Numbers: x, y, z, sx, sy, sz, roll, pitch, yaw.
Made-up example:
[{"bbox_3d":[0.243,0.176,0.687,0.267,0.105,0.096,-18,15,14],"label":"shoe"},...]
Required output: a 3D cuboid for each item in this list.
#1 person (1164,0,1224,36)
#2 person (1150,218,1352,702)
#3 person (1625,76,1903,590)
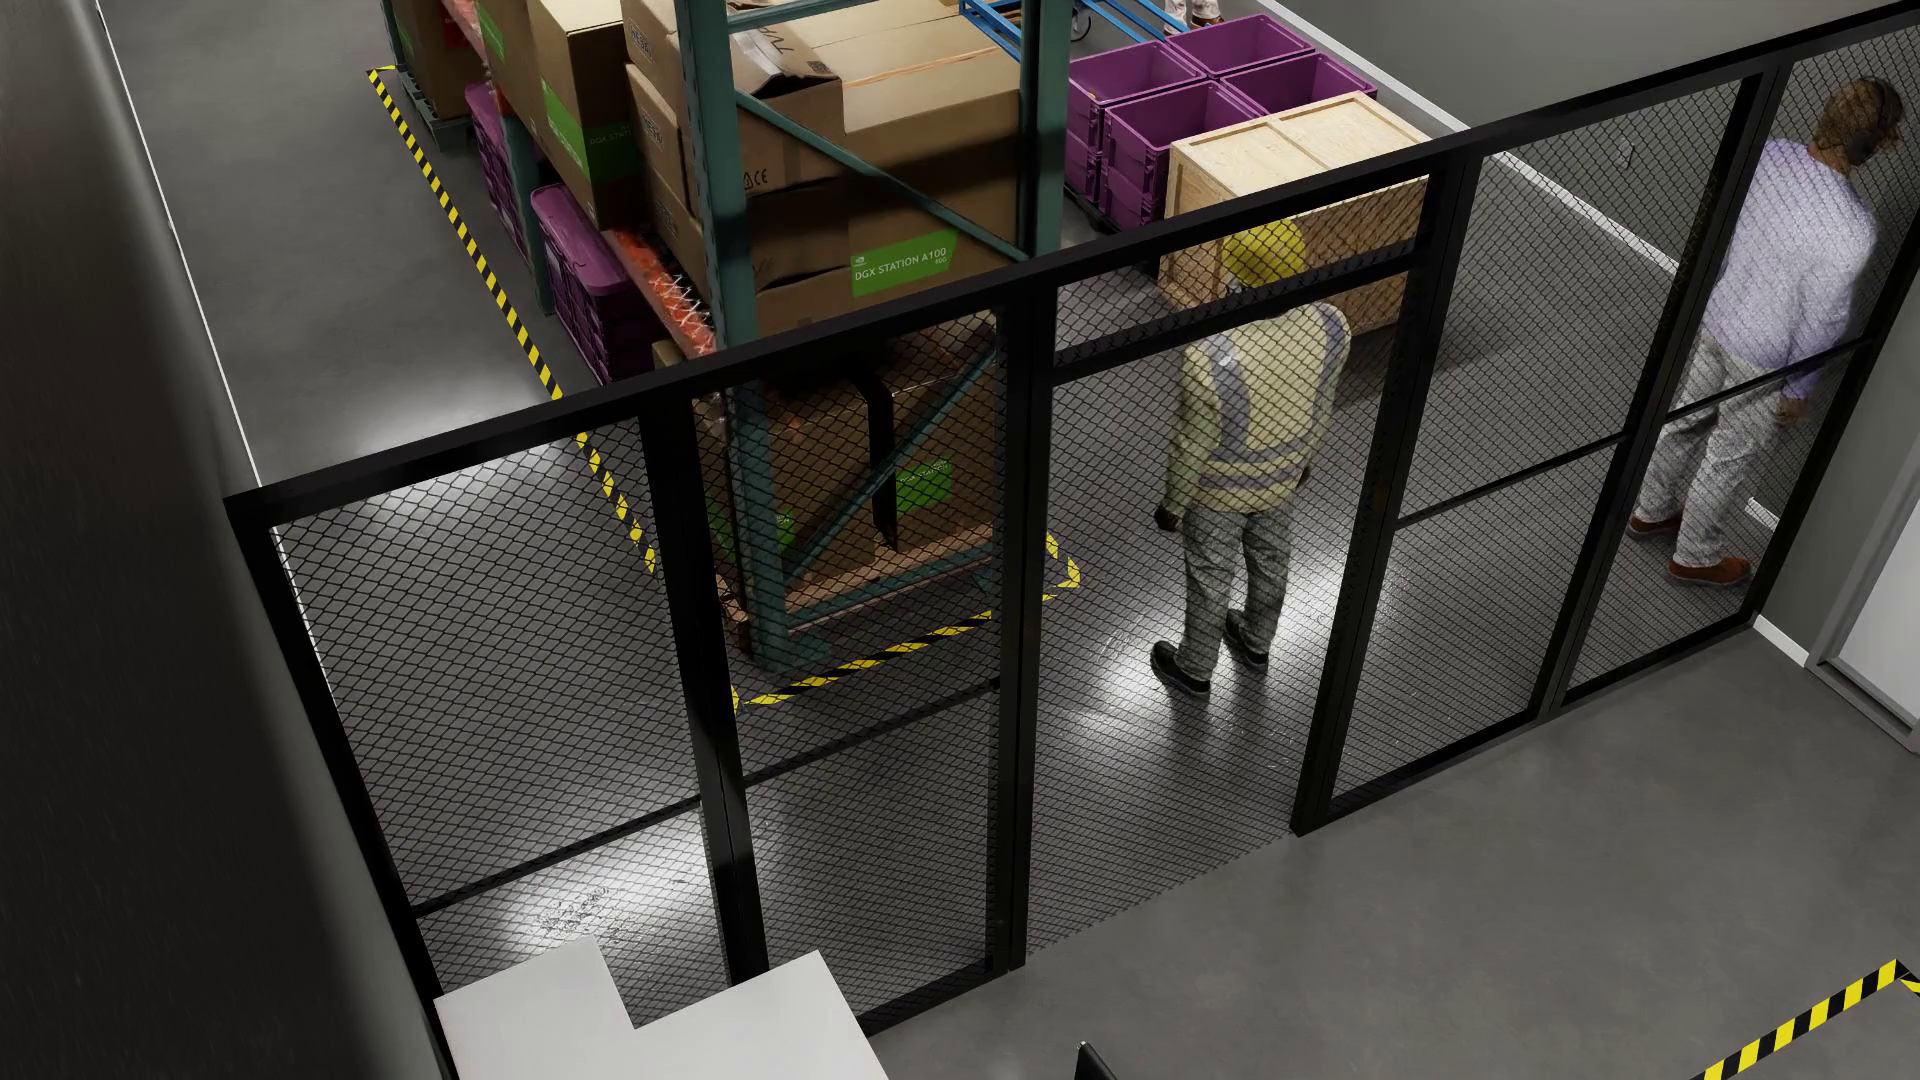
[{"bbox_3d":[1.350,-3.570,8.809,0.382,1.993,0.622,34,52,31],"label":"person"},{"bbox_3d":[0.882,-0.230,5.273,0.586,1.835,0.404,-19,46,-20],"label":"person"},{"bbox_3d":[2.725,-0.677,5.692,0.374,1.932,0.628,-7,43,-8],"label":"person"}]
